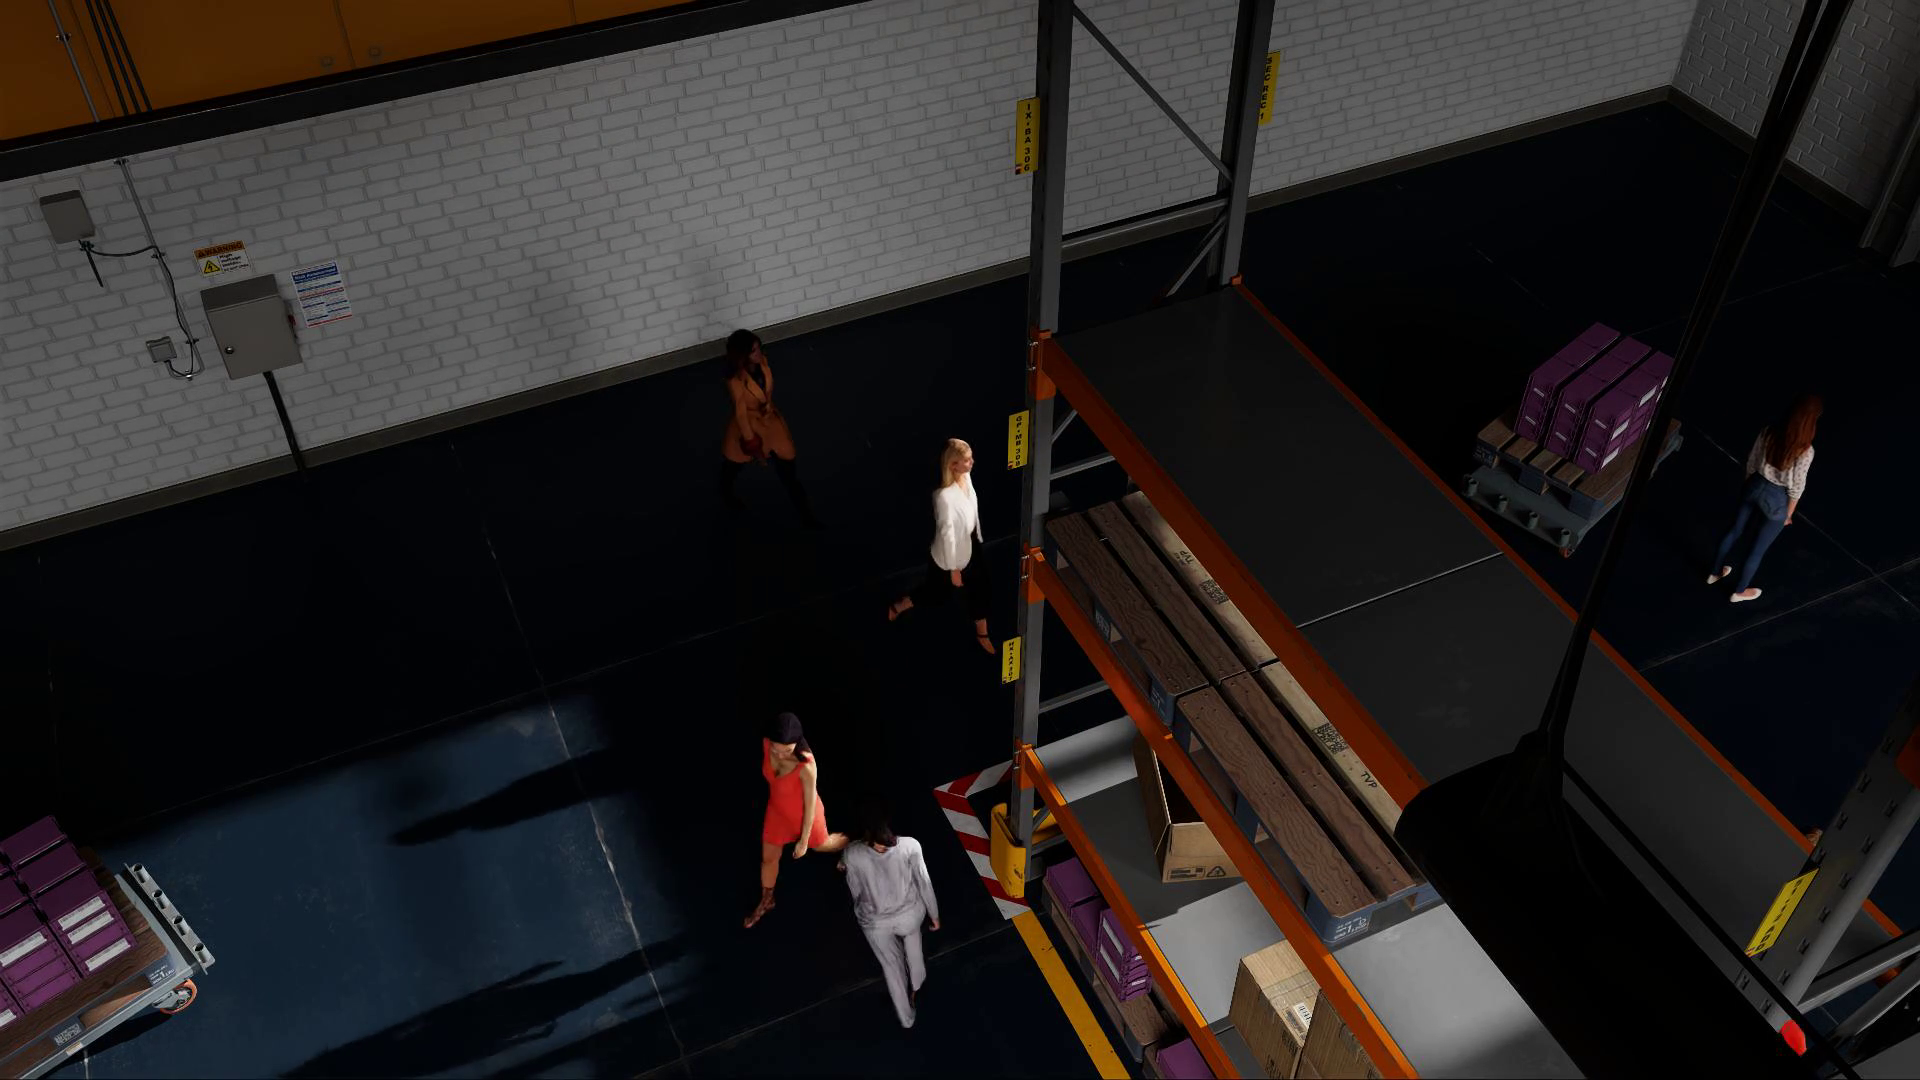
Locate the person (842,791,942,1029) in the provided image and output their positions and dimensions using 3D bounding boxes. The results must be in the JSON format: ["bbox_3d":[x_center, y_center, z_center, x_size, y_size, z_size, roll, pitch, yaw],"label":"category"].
[{"bbox_3d":[-0.359,2.049,8.786,0.767,1.748,0.805,1,44,1],"label":"person"}]

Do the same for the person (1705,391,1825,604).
[{"bbox_3d":[5.463,-0.296,11.263,0.640,1.727,0.446,-20,47,-20],"label":"person"}]

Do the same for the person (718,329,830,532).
[{"bbox_3d":[-1.545,-0.774,11.806,1.289,1.669,1.064,26,49,25],"label":"person"}]

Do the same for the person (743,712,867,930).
[{"bbox_3d":[-0.858,1.497,9.415,1.118,1.680,0.972,30,51,28],"label":"person"}]

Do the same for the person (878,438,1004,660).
[{"bbox_3d":[-0.126,0.091,10.786,1.189,1.823,1.093,17,46,17],"label":"person"}]
